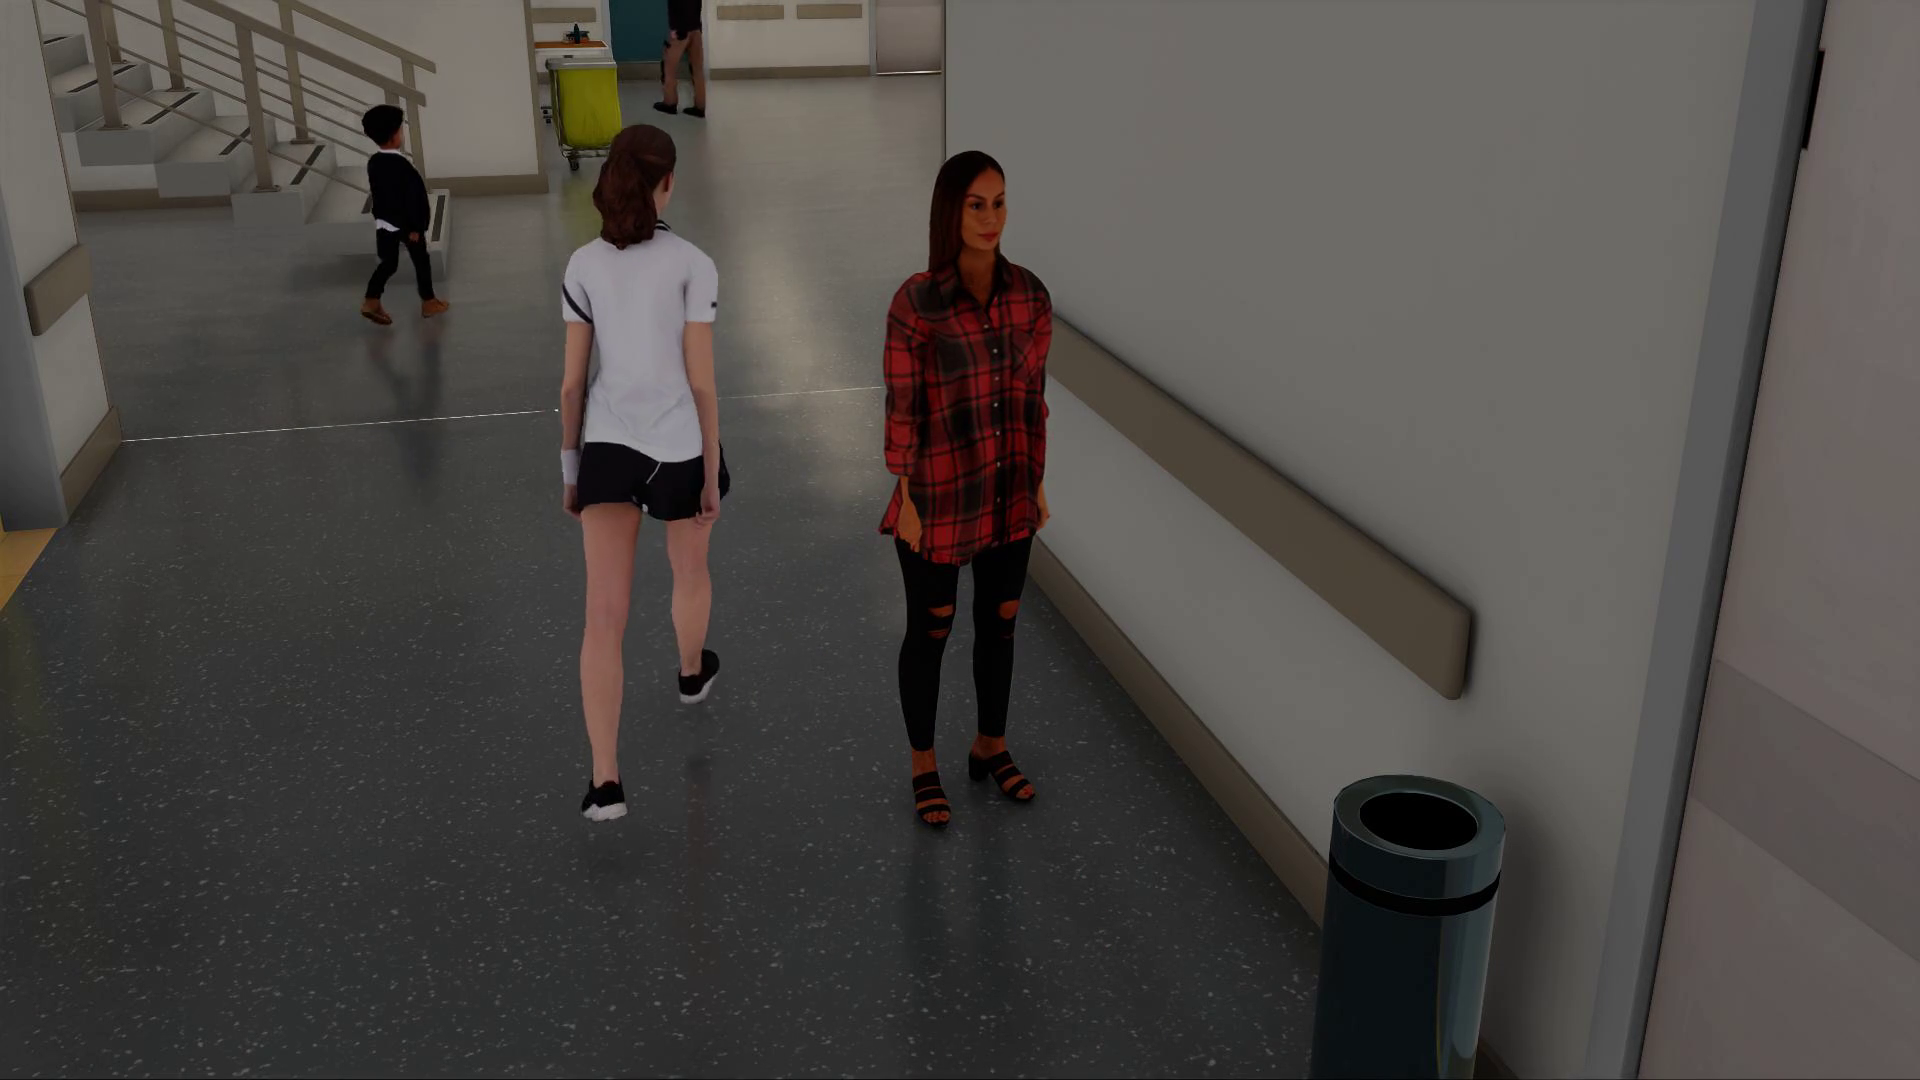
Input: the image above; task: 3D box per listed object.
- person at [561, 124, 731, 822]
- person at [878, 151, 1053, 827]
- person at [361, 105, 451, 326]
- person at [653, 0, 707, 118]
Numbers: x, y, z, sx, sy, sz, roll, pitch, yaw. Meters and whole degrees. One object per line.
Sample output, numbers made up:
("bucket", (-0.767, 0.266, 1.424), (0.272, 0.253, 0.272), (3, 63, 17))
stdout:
("person", (-0.810, -0.107, 4.221), (1.301, 1.665, 0.883), (-1, 21, -3))
("person", (0.022, -0.113, 4.181), (0.568, 1.702, 0.721), (-11, 23, -27))
("person", (-3.203, -1.804, 9.345), (0.832, 1.209, 0.872), (10, 23, 25))
("person", (-3.043, -5.725, 18.713), (1.074, 1.904, 1.048), (17, 26, 37))
